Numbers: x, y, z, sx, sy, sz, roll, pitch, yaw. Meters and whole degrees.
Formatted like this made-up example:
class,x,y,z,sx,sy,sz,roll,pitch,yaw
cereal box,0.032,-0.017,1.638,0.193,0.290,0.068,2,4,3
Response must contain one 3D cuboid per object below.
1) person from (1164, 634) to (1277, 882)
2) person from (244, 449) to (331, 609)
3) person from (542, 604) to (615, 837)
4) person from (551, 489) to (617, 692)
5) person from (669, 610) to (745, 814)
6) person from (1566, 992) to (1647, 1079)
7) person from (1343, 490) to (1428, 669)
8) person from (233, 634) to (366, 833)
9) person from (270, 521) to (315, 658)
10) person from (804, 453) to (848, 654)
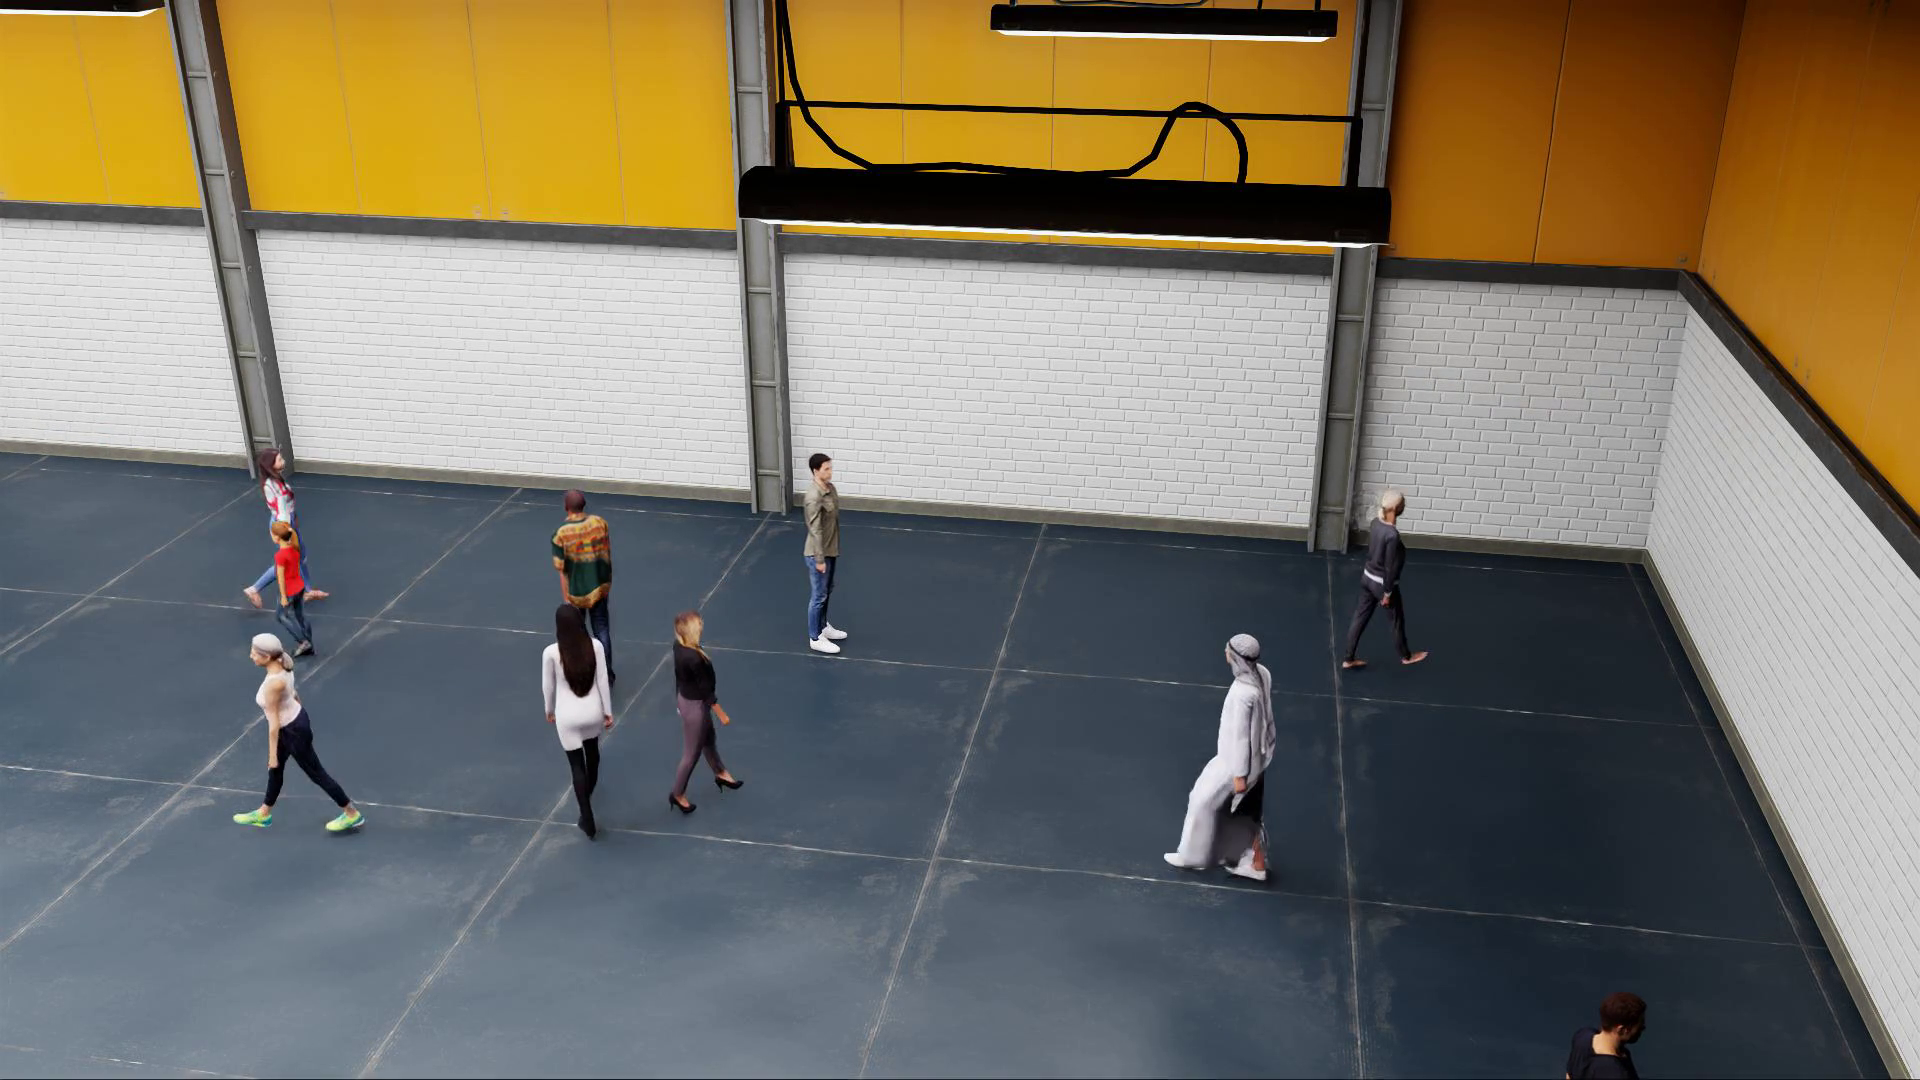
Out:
class,x,y,z,sx,sy,sz,roll,pitch,yaw
person,2.046,1.559,11.622,1.072,1.904,0.870,10,25,21
person,-6.497,-0.086,15.773,1.069,1.594,0.955,-12,26,-26
person,-2.813,1.355,12.270,1.095,1.759,1.051,-10,25,-21
person,-3.175,0.460,14.323,1.247,1.756,1.202,-11,26,-24
person,-2.058,1.326,12.479,0.971,1.645,0.865,-11,26,-23
person,3.145,3.036,8.310,0.669,1.852,0.700,-5,24,-12
person,3.614,0.378,14.582,1.104,1.697,0.939,-9,25,-19
person,-4.791,1.455,12.182,1.252,1.646,0.917,-4,24,-10
person,-5.920,0.458,14.900,0.485,1.296,0.490,4,24,8
person,-1.253,0.093,15.023,0.547,1.867,0.696,4,24,10
